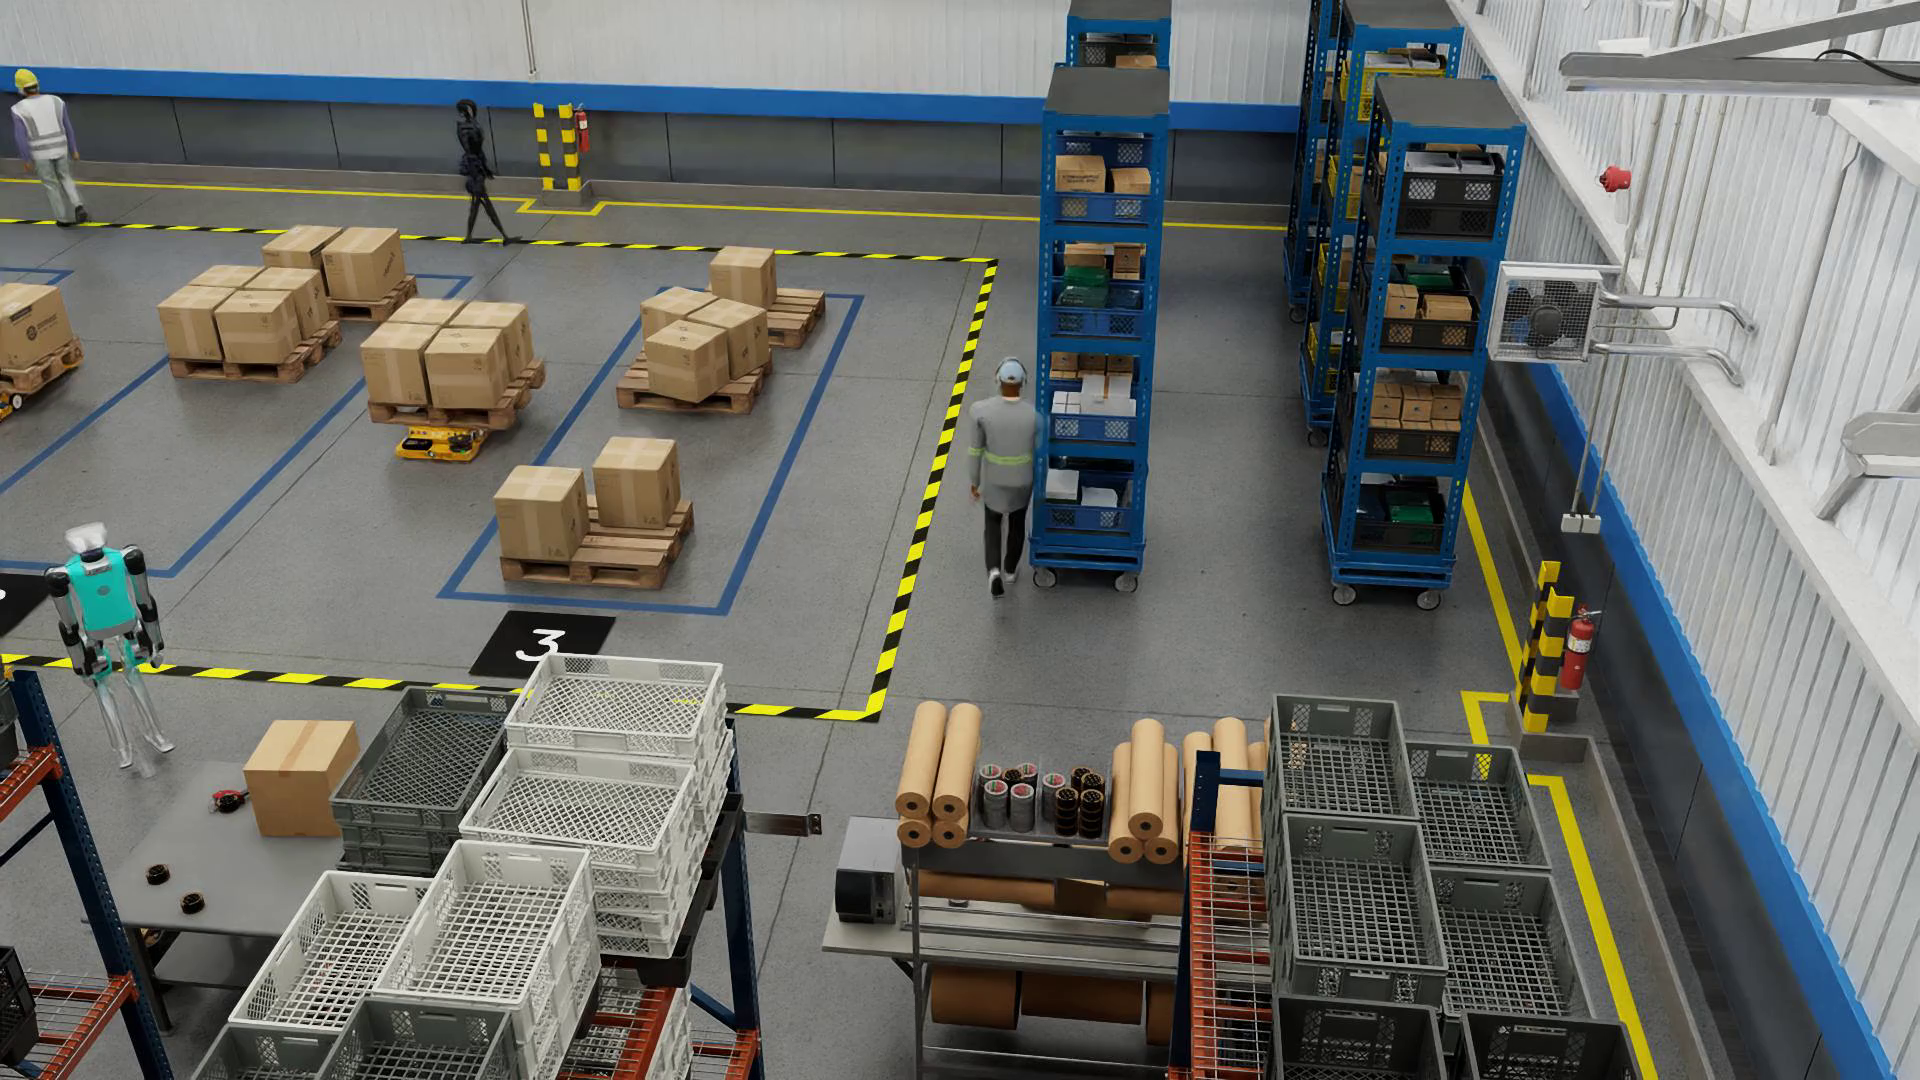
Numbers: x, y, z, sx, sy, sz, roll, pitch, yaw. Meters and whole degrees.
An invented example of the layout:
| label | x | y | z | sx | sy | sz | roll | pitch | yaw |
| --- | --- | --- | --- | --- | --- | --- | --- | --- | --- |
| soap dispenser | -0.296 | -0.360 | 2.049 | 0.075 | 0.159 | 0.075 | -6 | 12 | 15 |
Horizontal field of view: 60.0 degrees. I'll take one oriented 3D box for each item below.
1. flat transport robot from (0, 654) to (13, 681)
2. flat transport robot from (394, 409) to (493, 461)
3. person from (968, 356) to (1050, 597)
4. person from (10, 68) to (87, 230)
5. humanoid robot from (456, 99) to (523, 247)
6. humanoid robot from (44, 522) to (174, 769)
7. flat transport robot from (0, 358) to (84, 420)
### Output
| label | x | y | z | sx | sy | sz | roll | pitch | yaw |
| --- | --- | --- | --- | --- | --- | --- | --- | --- | --- |
| flat transport robot | -7.142 | 0.969 | 11.010 | 1.431 | 0.231 | 0.659 | 3 | 30 | 6 |
| flat transport robot | -4.358 | -1.112 | 14.556 | 0.652 | 0.197 | 1.431 | 3 | 30 | 6 |
| person | 0.345 | -0.428 | 11.860 | 0.586 | 1.832 | 0.615 | 2 | 30 | 3 |
| person | -10.210 | -4.355 | 18.605 | 0.428 | 1.818 | 0.615 | 21 | 36 | 32 |
| humanoid robot | -5.220 | -4.016 | 18.195 | 0.722 | 1.634 | 0.585 | -2 | 30 | -3 |
| humanoid robot | -5.168 | 0.570 | 10.101 | 0.533 | 1.677 | 0.735 | -21 | 36 | -32 |
| flat transport robot | -8.708 | -1.456 | 15.146 | 0.652 | 0.197 | 1.431 | 3 | 30 | 6 |
